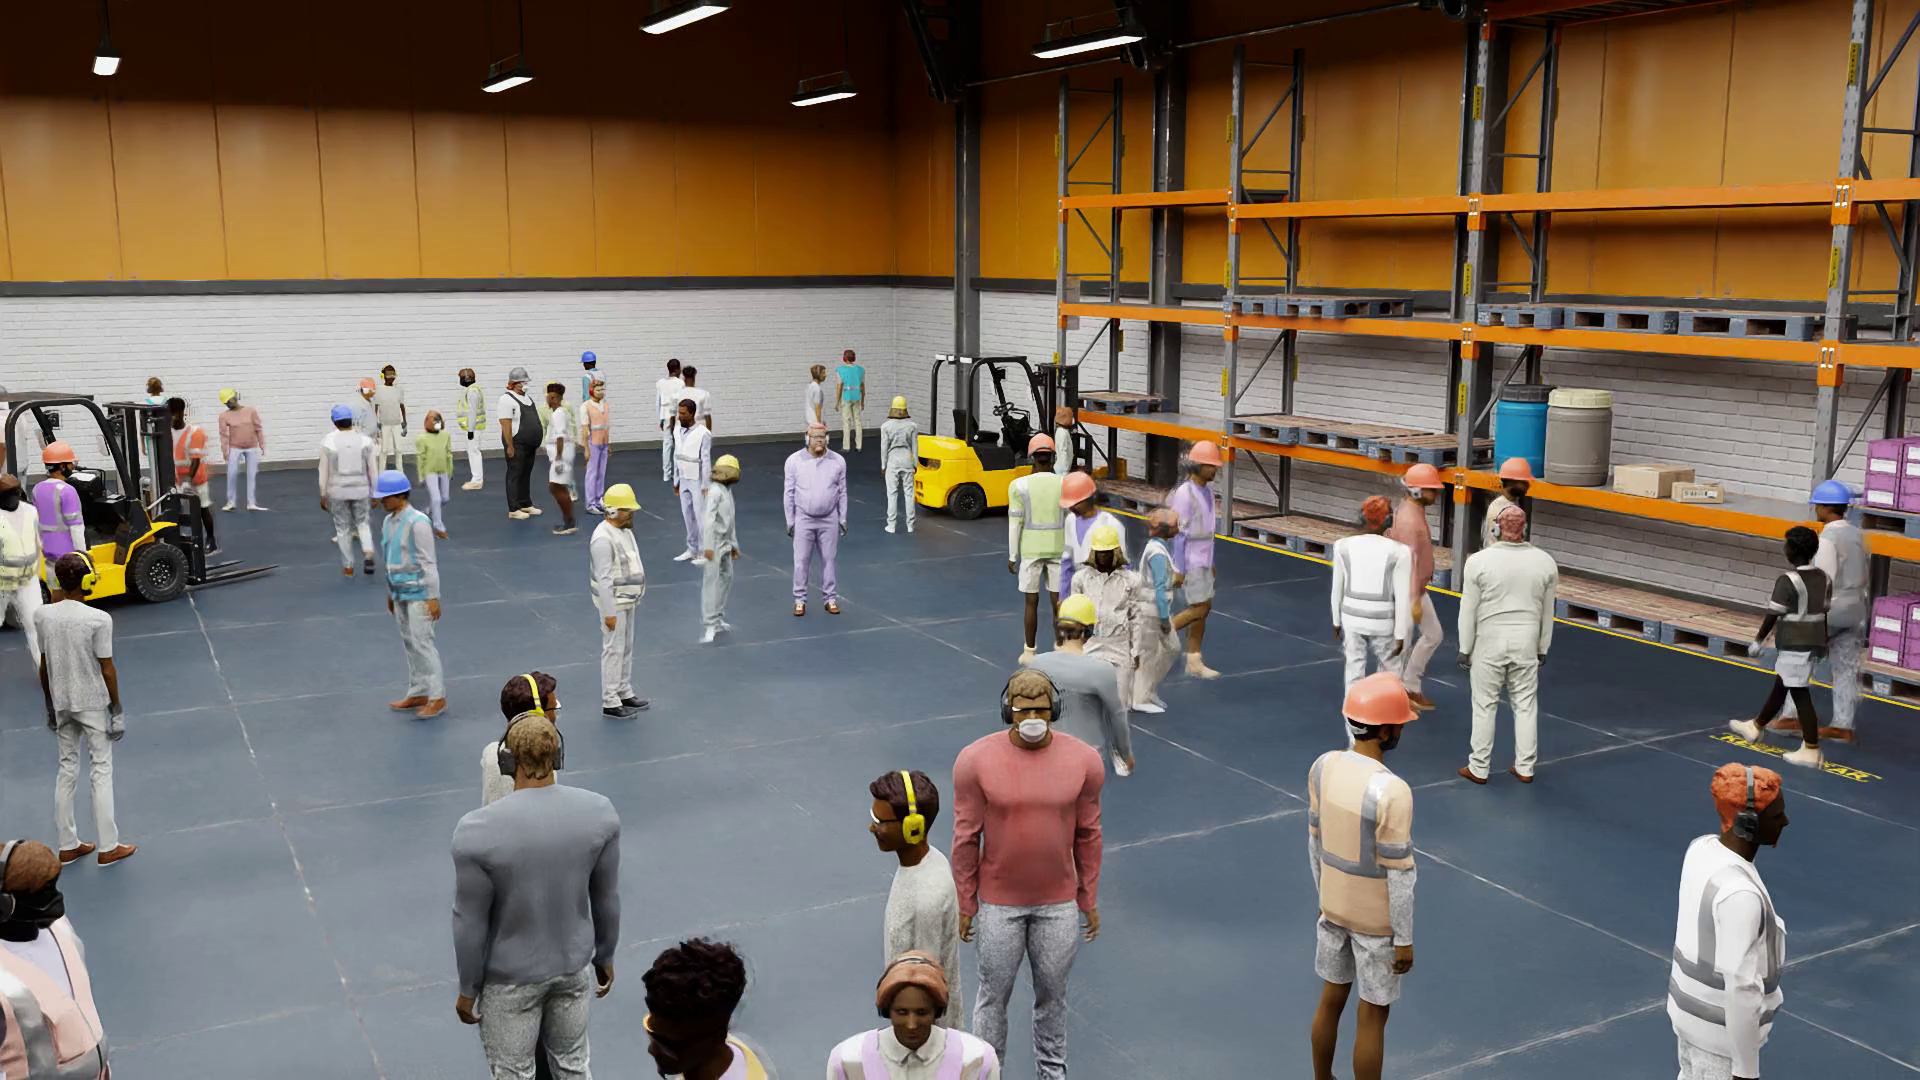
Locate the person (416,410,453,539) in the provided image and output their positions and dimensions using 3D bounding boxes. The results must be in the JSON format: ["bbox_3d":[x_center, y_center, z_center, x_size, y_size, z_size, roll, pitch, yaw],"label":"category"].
[{"bbox_3d":[-6.628,-0.835,20.911,0.606,1.614,0.504,8,12,37],"label":"person"}]

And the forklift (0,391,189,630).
[{"bbox_3d":[-9.026,-0.363,16.508,1.214,2.155,2.313,6,11,29],"label":"forklift"}]

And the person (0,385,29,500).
[{"bbox_3d":[-11.388,-0.853,19.775,0.536,2.000,0.688,-1,10,-6],"label":"person"}]

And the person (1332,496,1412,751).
[{"bbox_3d":[2.951,0.599,11.911,0.584,1.870,0.611,5,11,27],"label":"person"}]

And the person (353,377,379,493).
[{"bbox_3d":[-8.885,-1.552,24.726,0.626,1.728,0.582,0,10,1],"label":"person"}]

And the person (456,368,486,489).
[{"bbox_3d":[-7.398,-1.688,25.203,0.429,1.830,0.636,-3,10,-16],"label":"person"}]

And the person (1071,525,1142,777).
[{"bbox_3d":[0.989,0.758,11.354,0.494,1.743,0.306,1,10,4],"label":"person"}]

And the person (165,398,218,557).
[{"bbox_3d":[-8.999,-0.693,19.222,0.599,1.899,1.039,2,10,13],"label":"person"}]

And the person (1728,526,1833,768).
[{"bbox_3d":[5.799,0.726,11.761,0.546,1.660,0.821,-7,12,-34],"label":"person"}]

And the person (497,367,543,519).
[{"bbox_3d":[-5.889,-1.318,22.448,0.535,2.000,0.674,2,10,13],"label":"person"}]

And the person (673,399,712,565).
[{"bbox_3d":[-3.063,-0.679,19.155,0.590,1.912,0.386,9,13,42],"label":"person"}]

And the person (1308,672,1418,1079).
[{"bbox_3d":[1.627,1.476,6.662,0.360,1.938,0.546,-5,11,-28],"label":"person"}]

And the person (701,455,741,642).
[{"bbox_3d":[-2.233,0.075,15.425,0.327,1.697,0.638,2,10,10],"label":"person"}]

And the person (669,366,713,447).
[{"bbox_3d":[-3.920,-1.572,24.277,0.631,1.909,0.998,-1,10,-6],"label":"person"}]

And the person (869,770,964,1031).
[{"bbox_3d":[-0.153,1.684,5.696,0.327,1.862,0.511,-1,10,-6],"label":"person"}]

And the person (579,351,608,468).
[{"bbox_3d":[-6.093,-2.166,27.638,0.416,1.939,0.604,3,10,19],"label":"person"}]

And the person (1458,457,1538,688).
[{"bbox_3d":[4.450,0.267,13.688,0.510,1.924,0.558,6,12,33],"label":"person"}]

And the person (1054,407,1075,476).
[{"bbox_3d":[1.319,-0.869,21.034,0.270,1.632,0.508,0,10,2],"label":"person"}]

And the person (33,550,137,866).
[{"bbox_3d":[-5.126,0.988,9.721,0.505,1.857,0.331,2,10,9],"label":"person"}]

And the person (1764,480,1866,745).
[{"bbox_3d":[6.313,0.521,12.211,0.606,1.917,0.721,-6,12,-33],"label":"person"}]

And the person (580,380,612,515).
[{"bbox_3d":[-4.981,-1.271,22.740,0.373,1.843,0.572,4,10,20],"label":"person"}]

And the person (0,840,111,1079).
[{"bbox_3d":[-2.835,1.801,5.097,0.429,1.835,0.626,-1,10,-4],"label":"person"}]

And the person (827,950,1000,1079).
[{"bbox_3d":[-0.132,1.954,4.802,0.513,1.630,0.318,0,10,-2],"label":"person"}]

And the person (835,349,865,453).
[{"bbox_3d":[-1.945,-2.465,29.614,0.570,1.843,0.373,-6,12,-31],"label":"person"}]

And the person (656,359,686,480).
[{"bbox_3d":[-4.475,-1.871,25.985,0.600,1.917,0.377,5,11,28],"label":"person"}]

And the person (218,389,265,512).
[{"bbox_3d":[-9.934,-1.238,22.946,0.626,1.718,0.346,-7,12,-34],"label":"person"}]

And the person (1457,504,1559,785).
[{"bbox_3d":[3.671,0.705,11.238,0.640,1.898,0.395,-1,10,-4],"label":"person"}]

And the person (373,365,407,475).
[{"bbox_3d":[-8.731,-1.755,25.502,0.511,1.862,0.327,-7,12,-37],"label":"person"}]

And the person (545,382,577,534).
[{"bbox_3d":[-5.092,-1.040,21.209,0.373,1.920,0.708,-2,10,-9],"label":"person"}]

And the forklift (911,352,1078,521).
[{"bbox_3d":[0.460,-1.461,22.833,2.313,2.155,1.214,-5,11,-28],"label":"forklift"}]

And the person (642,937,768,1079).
[{"bbox_3d":[-0.669,1.902,4.199,0.558,1.941,0.702,-2,10,-9],"label":"person"}]

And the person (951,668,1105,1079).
[{"bbox_3d":[0.278,1.461,6.747,0.629,1.940,0.373,-1,10,-8],"label":"person"}]

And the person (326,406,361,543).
[{"bbox_3d":[-7.594,-0.813,20.534,0.318,1.697,0.535,4,11,24],"label":"person"}]

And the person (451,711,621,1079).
[{"bbox_3d":[-1.547,1.578,6.123,0.632,1.928,0.392,-8,12,-37],"label":"person"}]

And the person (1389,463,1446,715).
[{"bbox_3d":[3.517,0.393,12.766,0.571,1.974,0.662,4,11,22],"label":"person"}]

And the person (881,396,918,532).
[{"bbox_3d":[-0.777,-0.968,21.289,0.493,1.743,0.295,-2,10,-13],"label":"person"}]

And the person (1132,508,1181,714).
[{"bbox_3d":[1.522,0.557,12.845,0.420,1.615,0.535,2,10,11],"label":"person"}]

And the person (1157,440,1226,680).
[{"bbox_3d":[1.934,0.166,13.952,0.577,2.022,0.625,6,11,30],"label":"person"}]

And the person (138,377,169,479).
[{"bbox_3d":[-11.195,-1.360,23.276,0.509,1.841,0.335,-6,11,-29],"label":"person"}]

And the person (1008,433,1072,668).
[{"bbox_3d":[0.706,0.100,14.310,0.605,2.035,0.385,-1,10,-7],"label":"person"}]

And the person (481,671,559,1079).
[{"bbox_3d":[-1.786,1.464,6.932,0.535,1.868,0.309,9,13,42],"label":"person"}]

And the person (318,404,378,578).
[{"bbox_3d":[-6.685,-0.520,18.216,0.611,1.918,0.519,-6,12,-31],"label":"person"}]

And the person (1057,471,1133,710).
[{"bbox_3d":[0.967,0.441,12.607,1.104,1.931,0.708,-6,12,-32],"label":"person"}]

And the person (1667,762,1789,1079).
[{"bbox_3d":[2.609,1.675,5.674,0.354,1.883,0.576,2,10,9],"label":"person"}]

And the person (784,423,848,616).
[{"bbox_3d":[-1.413,-0.204,16.410,0.639,1.913,0.406,-2,10,-14],"label":"person"}]

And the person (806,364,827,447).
[{"bbox_3d":[-2.216,-1.823,25.962,0.376,1.839,0.540,-3,10,-18],"label":"person"}]

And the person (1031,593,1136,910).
[{"bbox_3d":[0.697,1.148,9.131,0.534,1.744,0.718,8,12,37],"label":"person"}]

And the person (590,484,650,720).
[{"bbox_3d":[-2.626,0.469,12.806,0.403,1.821,0.601,1,10,6],"label":"person"}]

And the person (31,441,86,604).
[{"bbox_3d":[-7.825,0.103,14.564,0.543,1.939,0.360,5,11,27],"label":"person"}]

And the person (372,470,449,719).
[{"bbox_3d":[-4.238,0.418,12.784,0.670,1.934,0.438,9,13,41],"label":"person"}]

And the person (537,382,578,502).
[{"bbox_3d":[-5.745,-1.397,23.780,0.540,1.731,0.655,-2,10,-10],"label":"person"}]

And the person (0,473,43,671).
[{"bbox_3d":[-7.896,0.325,13.743,0.956,1.794,0.666,5,11,25],"label":"person"}]
